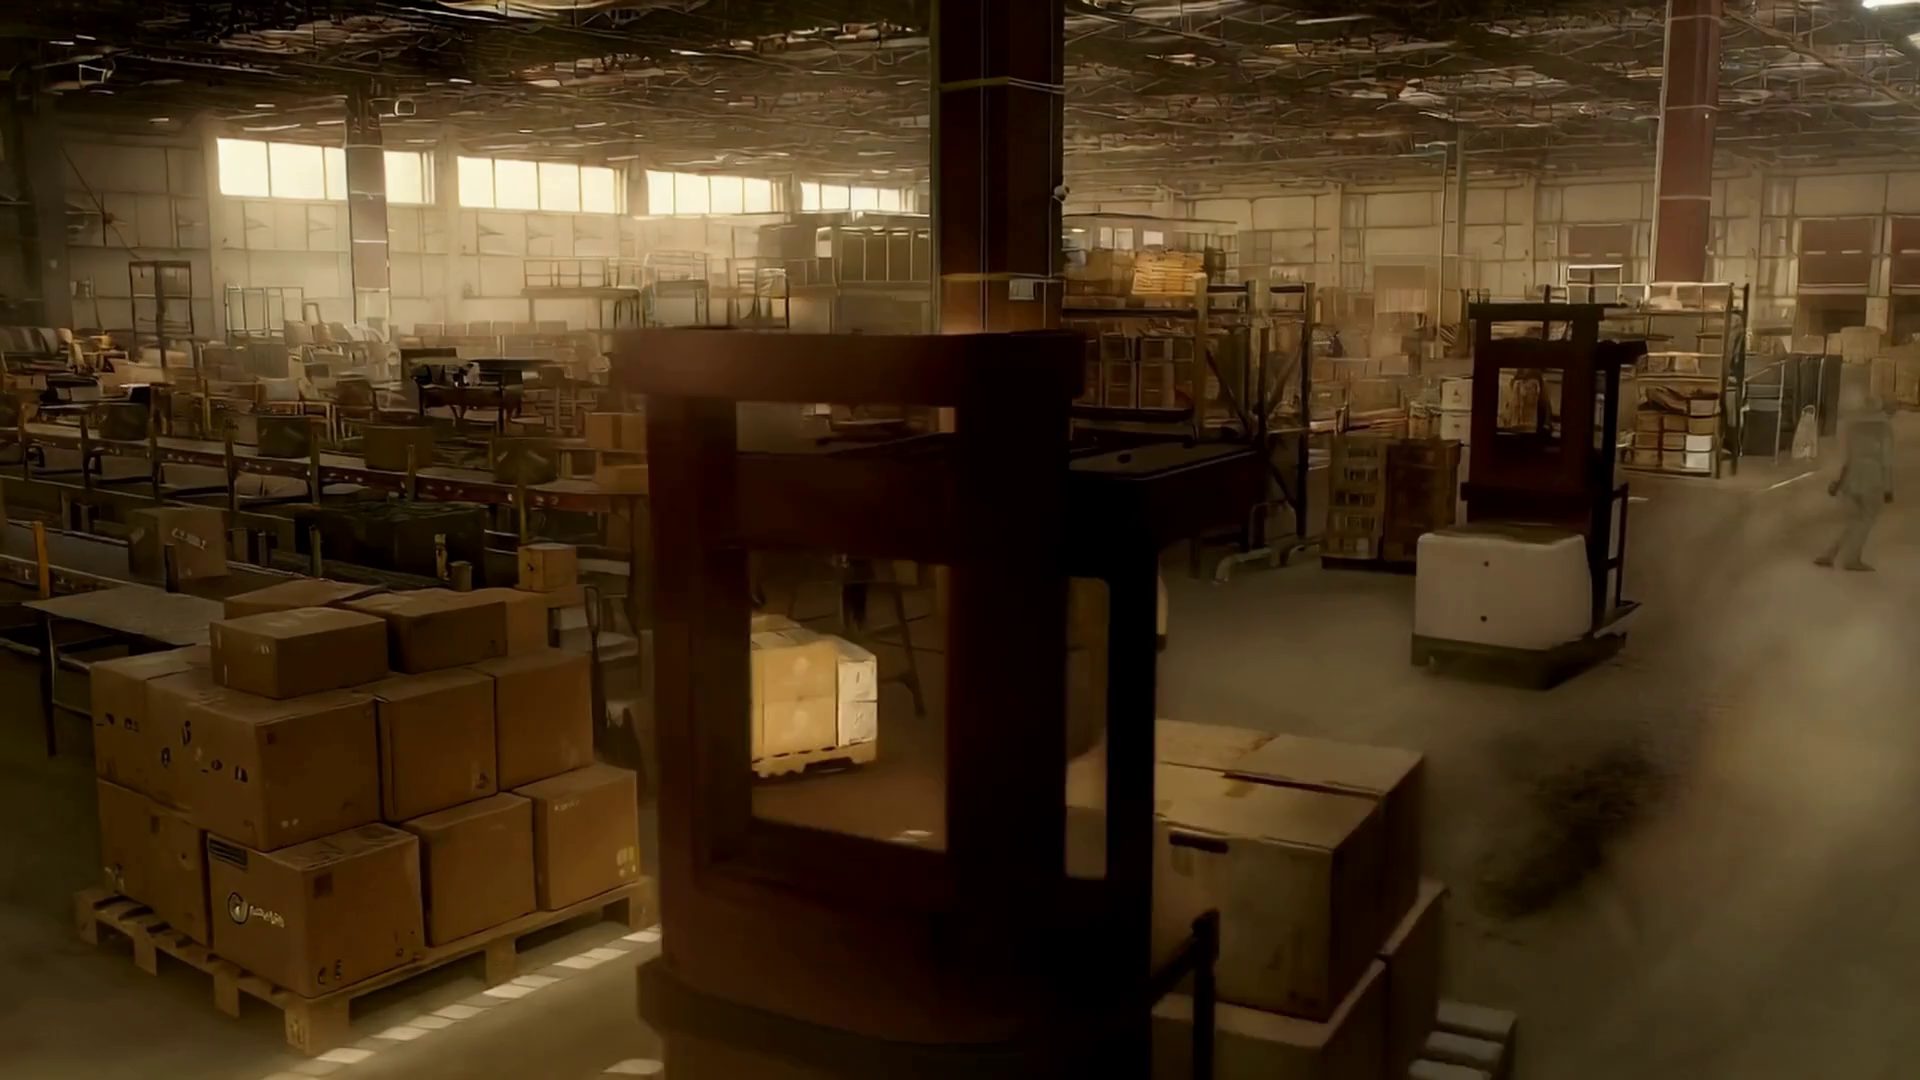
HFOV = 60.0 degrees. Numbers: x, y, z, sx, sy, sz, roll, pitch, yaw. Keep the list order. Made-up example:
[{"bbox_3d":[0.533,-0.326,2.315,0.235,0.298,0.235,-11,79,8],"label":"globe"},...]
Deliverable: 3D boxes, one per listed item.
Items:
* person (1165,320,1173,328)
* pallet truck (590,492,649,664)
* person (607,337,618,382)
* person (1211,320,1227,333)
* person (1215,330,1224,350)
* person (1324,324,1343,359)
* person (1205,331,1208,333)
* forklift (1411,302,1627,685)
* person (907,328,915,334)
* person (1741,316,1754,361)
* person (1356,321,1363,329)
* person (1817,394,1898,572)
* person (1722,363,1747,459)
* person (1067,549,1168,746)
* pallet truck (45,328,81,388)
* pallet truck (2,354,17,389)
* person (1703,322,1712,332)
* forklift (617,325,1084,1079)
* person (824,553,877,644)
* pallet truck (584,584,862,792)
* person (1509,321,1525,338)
[{"bbox_3d":[7.542,-7.056,60.719,0.460,1.908,0.604,-1,8,-4],"label":"person"},{"bbox_3d":[-3.115,0.344,12.883,0.653,1.274,1.630,7,11,37],"label":"pallet truck"},{"bbox_3d":[-8.360,-3.970,40.139,0.600,1.855,0.518,6,10,34],"label":"person"},{"bbox_3d":[9.090,-6.734,58.335,0.607,1.986,1.115,-1,8,-5],"label":"person"},{"bbox_3d":[6.752,-4.522,43.544,0.551,1.934,0.373,-8,12,-44],"label":"person"},{"bbox_3d":[11.126,-5.438,49.374,0.691,2.000,1.059,-7,11,-41],"label":"person"},{"bbox_3d":[6.638,-4.752,45.310,0.437,1.867,0.615,-7,11,-38],"label":"person"},{"bbox_3d":[4.379,-0.438,12.852,1.129,2.768,1.873,7,11,37],"label":"forklift"},{"bbox_3d":[-1.610,-5.974,53.914,0.329,1.765,0.533,-8,12,-44],"label":"person"},{"bbox_3d":[33.724,-8.621,71.209,0.591,1.926,0.386,-6,11,-37],"label":"person"},{"bbox_3d":[14.514,-6.980,60.235,0.980,1.892,0.653,1,9,8],"label":"person"},{"bbox_3d":[9.376,-0.587,17.272,0.486,1.864,0.715,-2,9,-16],"label":"person"},{"bbox_3d":[13.597,-2.271,29.196,0.322,1.689,0.537,-1,9,-7],"label":"person"},{"bbox_3d":[1.002,0.489,10.244,0.623,1.790,0.870,5,10,33],"label":"person"},{"bbox_3d":[-23.775,-4.544,43.495,1.885,1.965,0.823,6,10,35],"label":"pallet truck"},{"bbox_3d":[-24.881,-4.417,42.634,1.885,1.965,0.823,8,11,41],"label":"pallet truck"},{"bbox_3d":[30.841,-8.144,68.673,0.924,1.714,0.545,5,10,31],"label":"person"},{"bbox_3d":[-0.238,0.939,3.570,1.129,2.768,1.873,5,10,29],"label":"forklift"},{"bbox_3d":[-0.852,0.013,13.875,0.548,1.668,0.797,-3,9,-20],"label":"person"},{"bbox_3d":[-1.426,0.805,10.019,1.601,1.201,0.680,-4,9,-26],"label":"pallet truck"},{"bbox_3d":[25.494,-9.362,76.111,0.630,1.943,0.977,6,10,33],"label":"person"}]
